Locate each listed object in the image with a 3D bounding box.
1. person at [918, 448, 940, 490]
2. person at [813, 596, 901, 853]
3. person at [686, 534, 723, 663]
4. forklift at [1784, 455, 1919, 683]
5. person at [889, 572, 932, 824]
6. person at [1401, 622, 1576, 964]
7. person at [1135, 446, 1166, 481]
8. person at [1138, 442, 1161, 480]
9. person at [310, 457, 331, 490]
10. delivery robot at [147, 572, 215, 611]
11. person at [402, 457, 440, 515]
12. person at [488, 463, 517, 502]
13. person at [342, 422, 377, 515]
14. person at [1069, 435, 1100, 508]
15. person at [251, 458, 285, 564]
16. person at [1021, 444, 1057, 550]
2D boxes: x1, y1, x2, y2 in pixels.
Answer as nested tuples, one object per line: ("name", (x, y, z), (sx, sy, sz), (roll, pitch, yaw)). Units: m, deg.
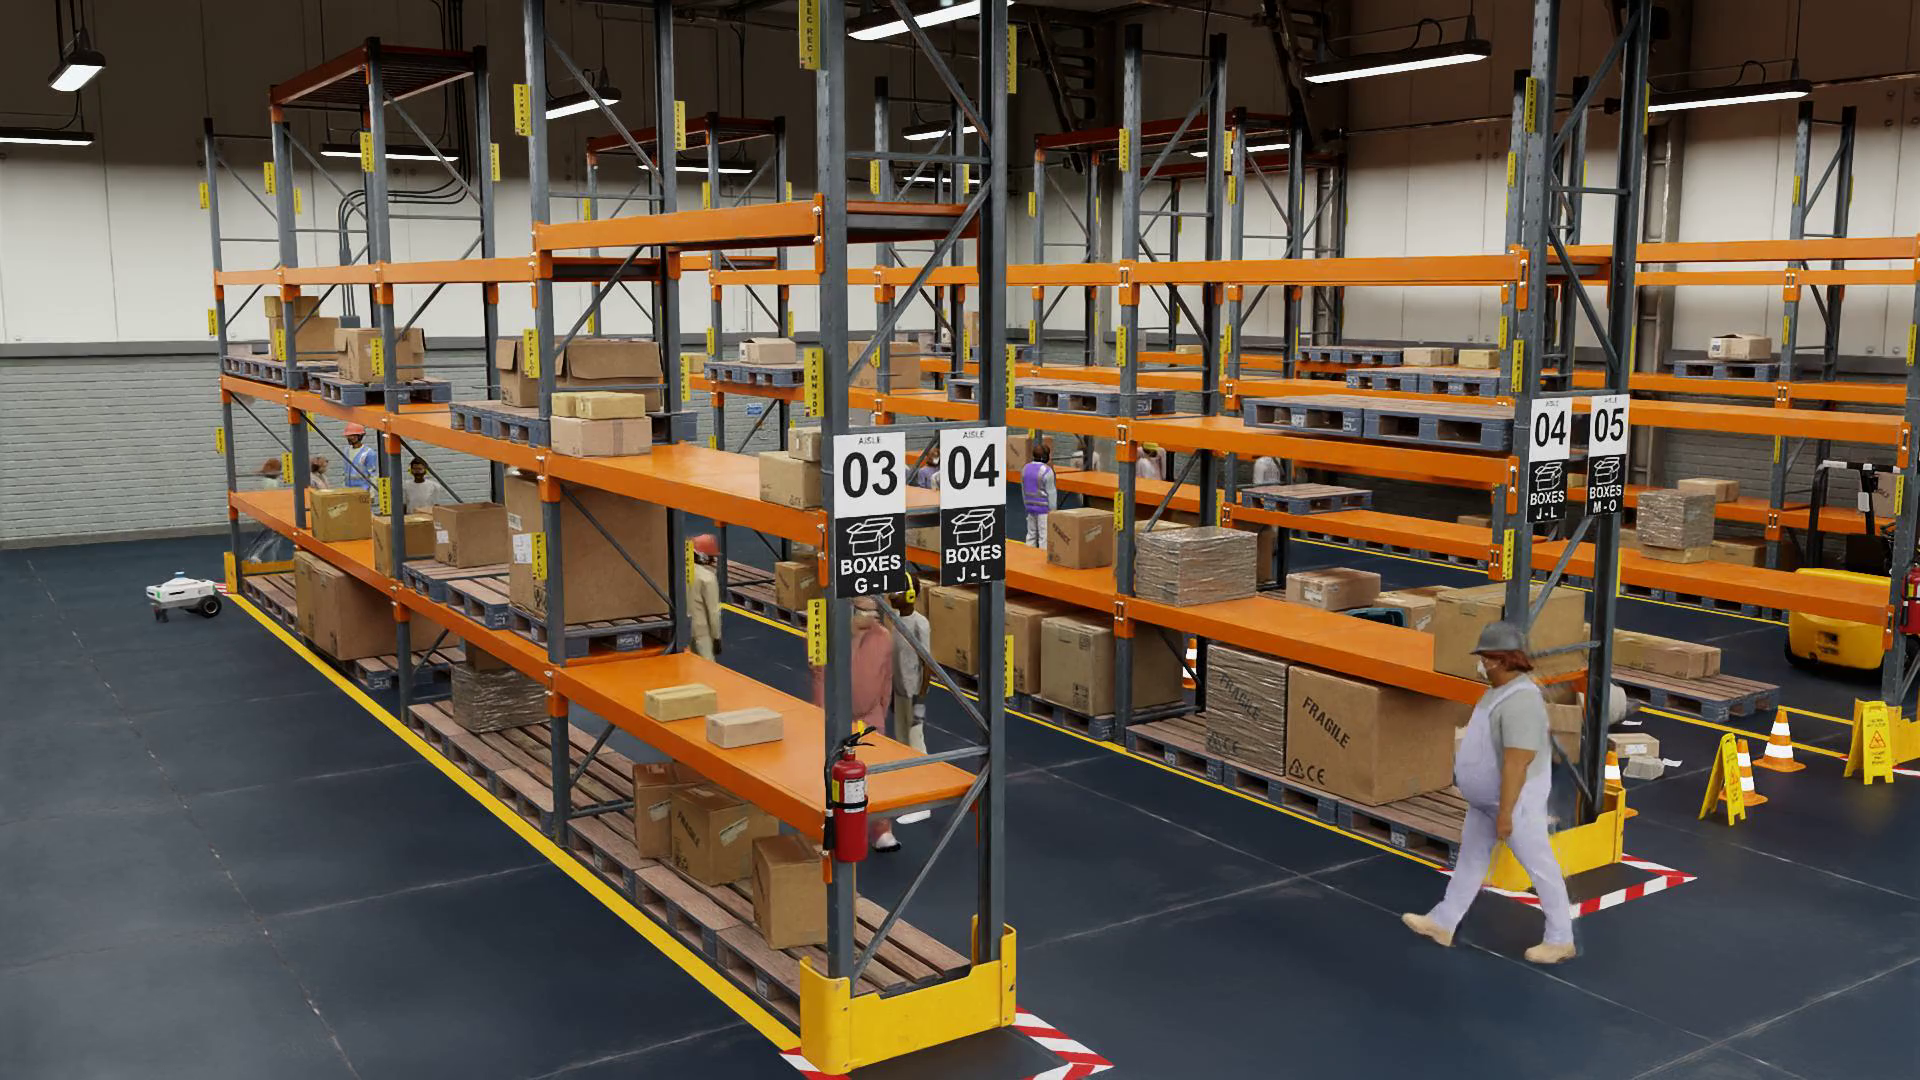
("person", (-0.382, -0.545, 24.370), (0.504, 1.627, 0.290), (-5, 10, -28))
("person", (-0.724, 1.254, 11.640), (0.648, 1.844, 1.035), (-3, 9, -22))
("person", (-2.329, 0.809, 15.026), (0.612, 1.725, 0.345), (8, 12, 44))
("forklift", (9.643, 0.253, 17.172), (2.313, 2.155, 1.214), (-6, 10, -33))
("person", (-0.398, 1.150, 12.267), (0.327, 1.874, 0.517), (-5, 10, -29))
("person", (3.168, 1.445, 9.738), (0.998, 2.000, 0.768), (1, 9, 5))
("person", (3.010, -0.919, 26.416), (0.523, 1.762, 0.329), (1, 9, 6))
("person", (2.774, -0.662, 24.726), (0.378, 1.750, 0.562), (0, 9, -1))
("person", (-8.860, -0.336, 23.004), (0.345, 1.629, 0.517), (0, 9, 0))
("delivery robot", (-9.276, 0.627, 19.803), (0.477, 0.478, 0.707), (7, 11, 41))
("person", (-6.733, -0.115, 20.762), (0.509, 1.854, 0.331), (-1, 9, -6))
("person", (-6.481, -0.525, 23.910), (0.596, 1.717, 0.588), (1, 9, 9))
("person", (-8.652, -0.683, 23.905), (0.606, 2.044, 0.373), (4, 9, 25))
("person", (2.010, -0.892, 26.802), (0.513, 1.589, 0.871), (-4, 9, -25))
("person", (-9.464, -0.311, 22.825), (0.429, 1.622, 0.517), (-5, 10, -31))
("person", (1.107, -0.387, 22.599), (0.429, 1.844, 0.627), (-7, 11, -38))
